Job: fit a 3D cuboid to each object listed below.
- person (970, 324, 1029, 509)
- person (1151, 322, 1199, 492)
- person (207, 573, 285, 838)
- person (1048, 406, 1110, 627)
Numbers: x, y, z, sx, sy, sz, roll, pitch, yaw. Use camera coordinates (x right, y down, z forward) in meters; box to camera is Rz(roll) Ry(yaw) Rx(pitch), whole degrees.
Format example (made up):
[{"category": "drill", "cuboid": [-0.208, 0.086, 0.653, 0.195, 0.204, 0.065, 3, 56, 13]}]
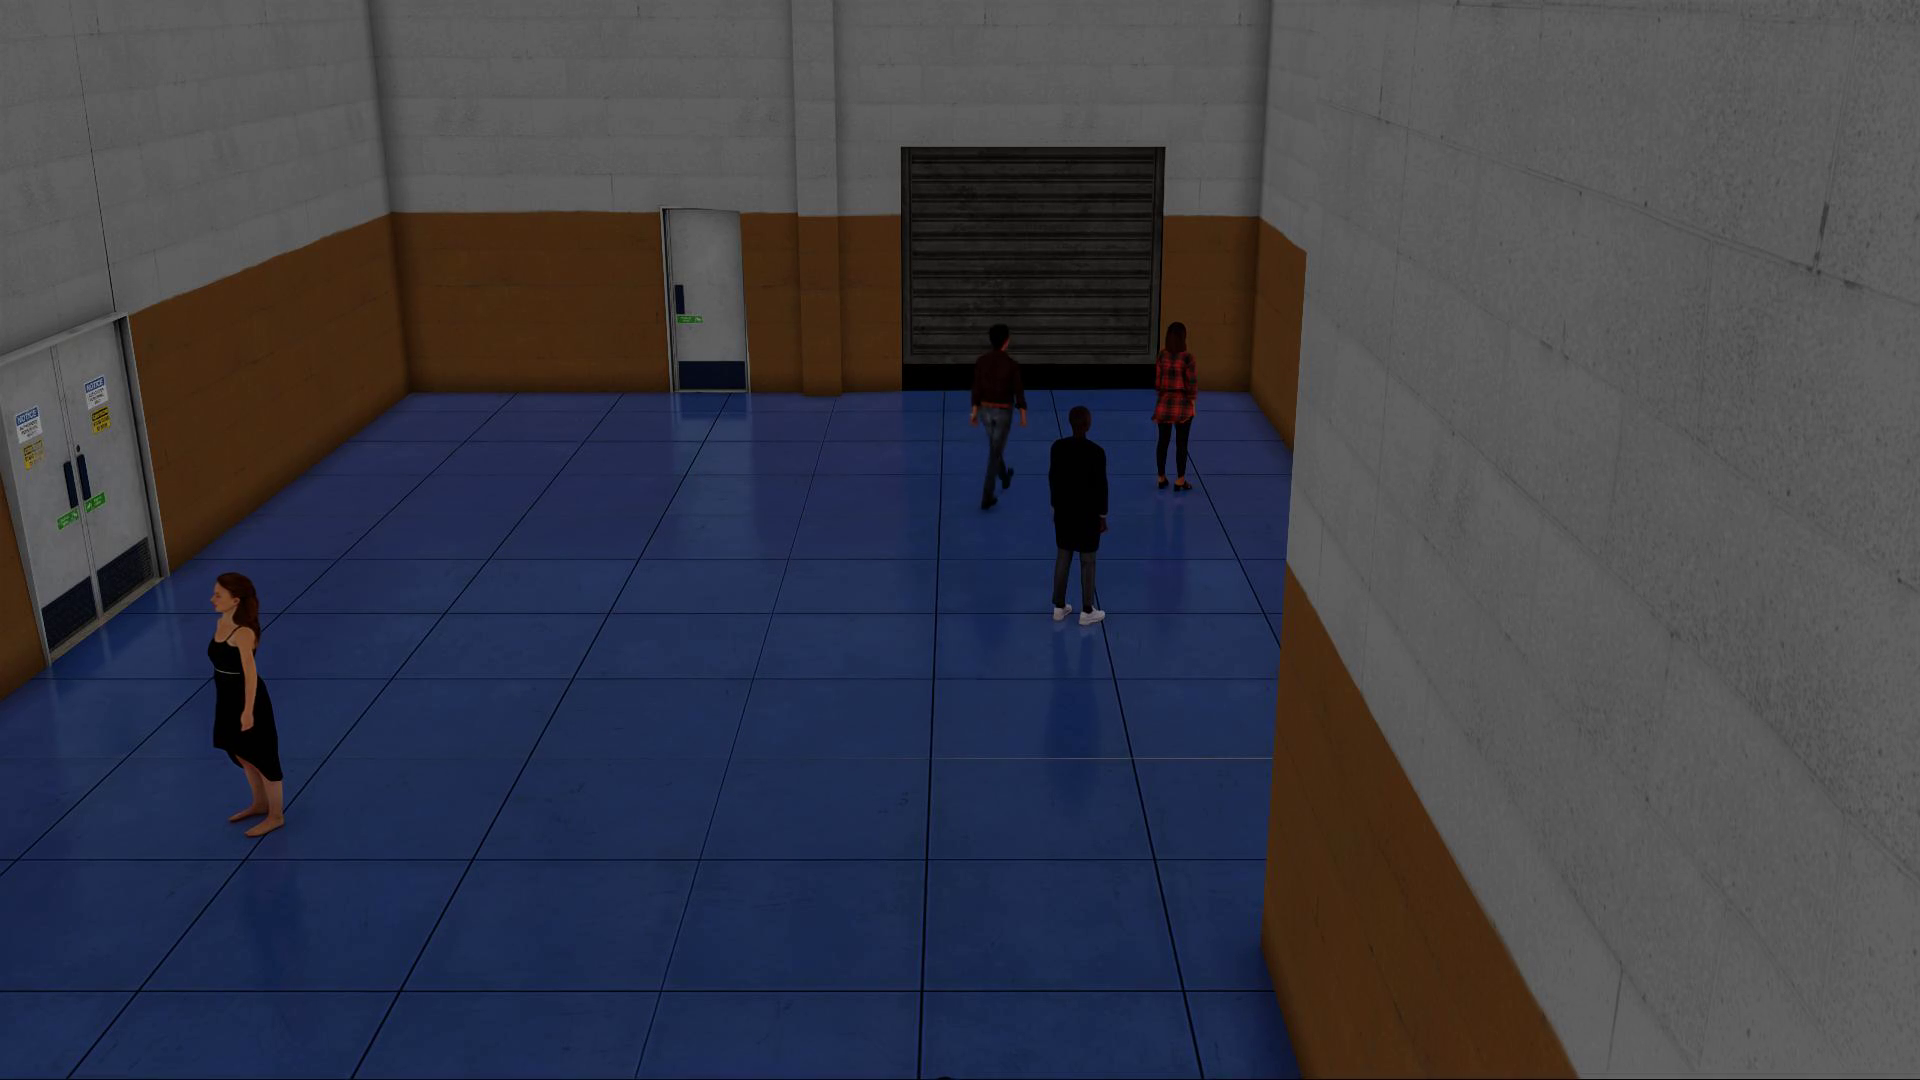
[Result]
[{"category": "person", "cuboid": [0.318, -1.155, 15.996, 1.153, 1.735, 1.070, 9, 21, 26]}, {"category": "person", "cuboid": [2.140, -1.334, 16.576, 0.673, 1.704, 0.761, 13, 23, 34]}, {"category": "person", "cuboid": [-4.246, 0.962, 9.892, 0.729, 1.624, 0.676, -15, 24, -38]}, {"category": "person", "cuboid": [0.920, -0.202, 13.127, 0.670, 1.762, 0.791, 11, 21, 29]}]
